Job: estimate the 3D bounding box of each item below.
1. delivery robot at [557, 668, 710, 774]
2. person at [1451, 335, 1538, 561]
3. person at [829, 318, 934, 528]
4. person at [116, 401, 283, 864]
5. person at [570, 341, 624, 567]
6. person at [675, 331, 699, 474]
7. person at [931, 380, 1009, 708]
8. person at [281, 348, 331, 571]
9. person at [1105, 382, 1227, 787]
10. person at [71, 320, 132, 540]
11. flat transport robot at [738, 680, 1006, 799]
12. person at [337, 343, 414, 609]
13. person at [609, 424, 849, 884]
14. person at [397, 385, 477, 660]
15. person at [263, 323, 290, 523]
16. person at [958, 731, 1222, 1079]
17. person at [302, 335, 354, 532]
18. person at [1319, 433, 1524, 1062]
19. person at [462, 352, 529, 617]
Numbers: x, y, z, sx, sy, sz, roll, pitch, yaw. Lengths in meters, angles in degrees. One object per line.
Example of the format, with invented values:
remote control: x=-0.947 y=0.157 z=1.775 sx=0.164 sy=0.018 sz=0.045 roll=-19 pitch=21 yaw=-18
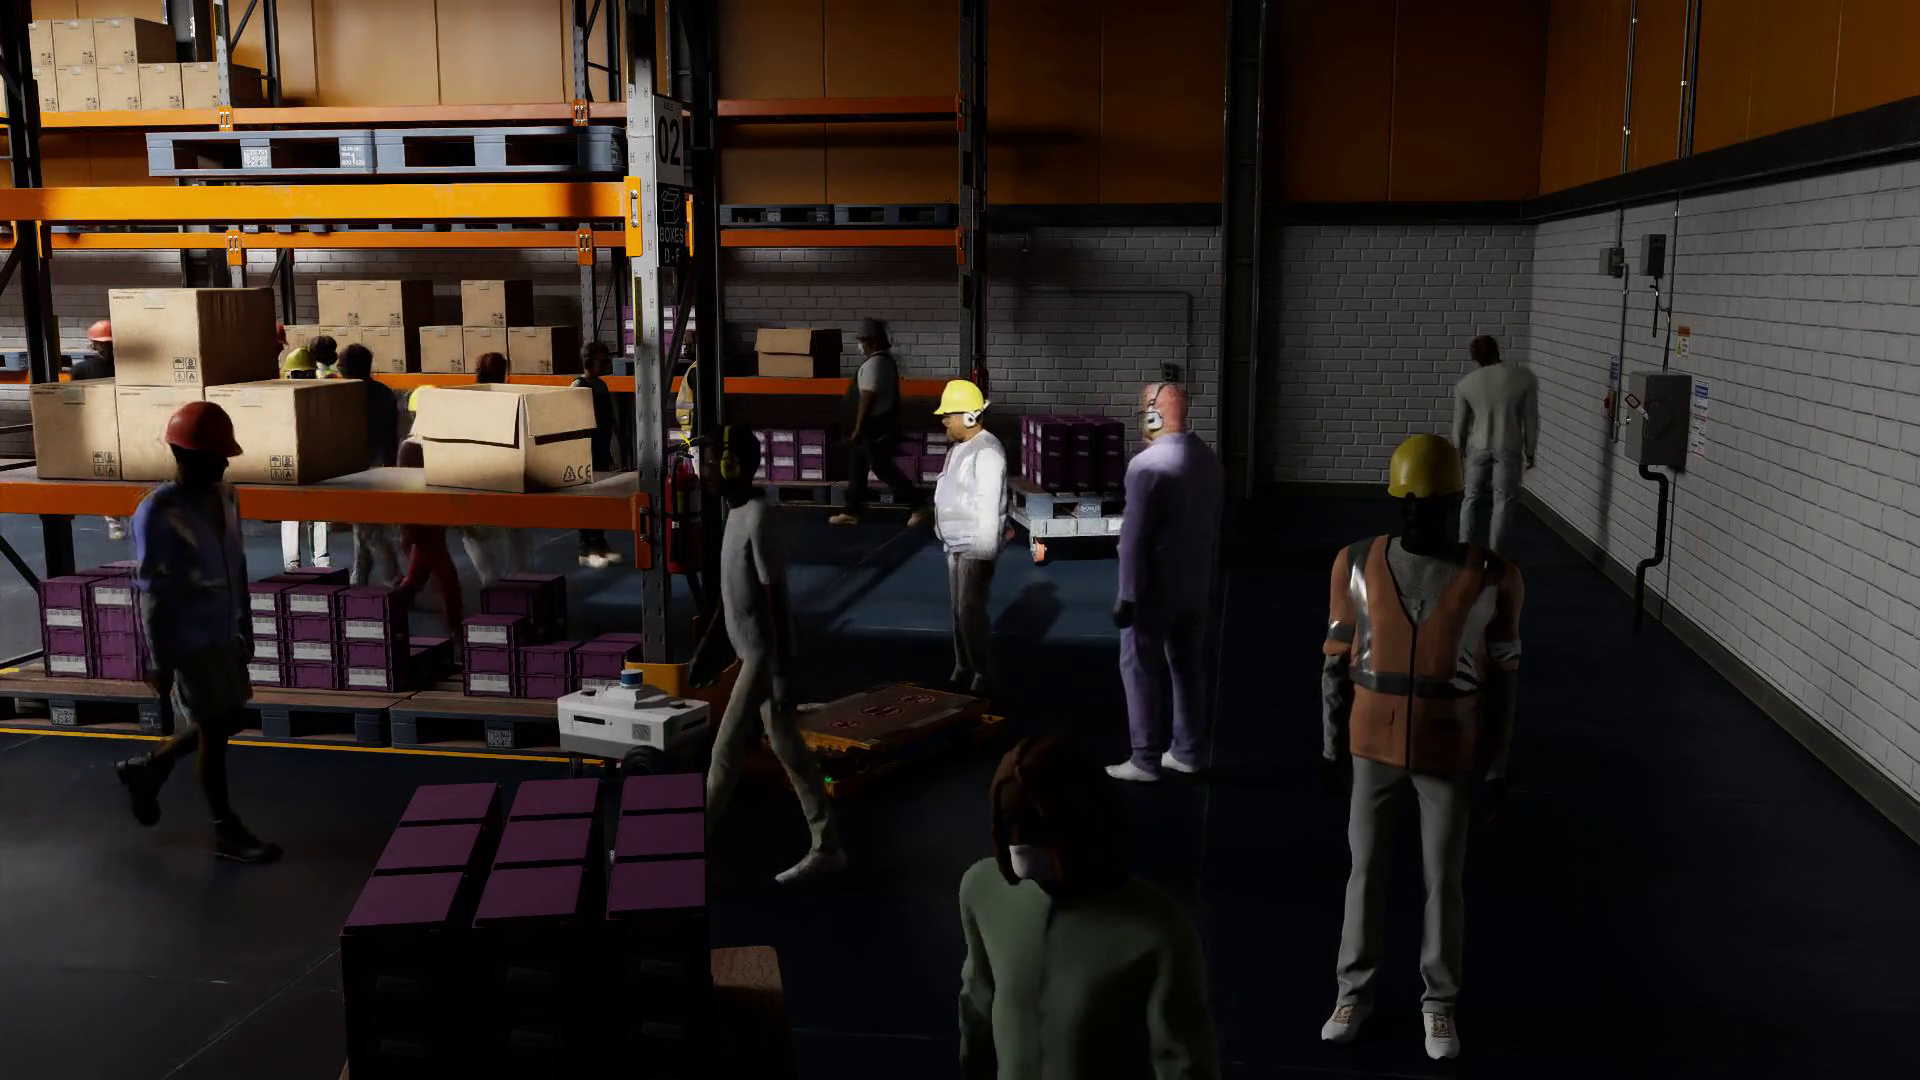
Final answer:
delivery robot: x=-1.525 y=0.844 z=7.757 sx=0.707 sy=0.478 sz=0.477 roll=5 pitch=10 yaw=27
person: x=4.305 y=-0.689 z=13.434 sx=0.669 sy=1.901 sz=0.405 roll=4 pitch=10 yaw=23
person: x=-0.734 y=-1.127 z=15.674 sx=0.989 sy=2.000 sz=0.680 roll=0 pitch=9 yaw=3
person: x=-3.156 y=0.383 z=6.731 sx=0.732 sy=1.904 sz=0.595 roll=2 pitch=9 yaw=11
person: x=-3.003 y=-0.709 z=13.694 sx=0.345 sy=1.845 sz=0.508 roll=2 pitch=9 yaw=13
person: x=-2.525 y=-1.091 z=16.069 sx=0.429 sy=1.843 sz=0.633 roll=0 pitch=9 yaw=-1
person: x=0.054 y=0.027 z=9.225 sx=0.404 sy=1.824 sz=0.613 roll=-3 pitch=10 yaw=-20
person: x=-5.000 y=-0.551 z=12.744 sx=0.403 sy=1.834 sz=0.589 roll=6 pitch=11 yaw=31
person: x=0.970 y=0.212 z=7.834 sx=0.394 sy=1.900 sz=0.673 roll=9 pitch=13 yaw=43
person: x=-7.619 y=-0.974 z=14.921 sx=0.621 sy=1.977 sz=0.443 roll=-7 pitch=11 yaw=-36
flat transport robot: x=-0.430 y=0.956 z=8.230 sx=0.652 sy=0.197 sz=1.431 roll=6 pitch=11 yaw=34
person: x=-4.241 y=-0.438 z=11.816 sx=0.679 sy=1.927 sz=0.647 roll=2 pitch=9 yaw=10
person: x=-0.897 y=0.471 z=6.453 sx=0.991 sy=1.819 sz=0.510 roll=-2 pitch=9 yaw=-13
person: x=-3.315 y=-0.106 z=10.327 sx=0.898 sy=1.726 sz=0.529 roll=1 pitch=9 yaw=9
person: x=-6.623 y=-1.129 z=16.044 sx=0.386 sy=1.924 sz=0.549 roll=-5 pitch=10 yaw=-27
person: x=0.212 y=1.135 z=2.963 sx=0.626 sy=1.594 sz=0.682 roll=6 pitch=11 yaw=31
person: x=-5.896 y=-0.973 z=15.358 sx=0.645 sy=1.832 sz=0.496 roll=9 pitch=13 yaw=44
person: x=1.396 y=0.633 z=5.106 sx=0.584 sy=1.928 sz=0.373 roll=4 pitch=10 yaw=21
person: x=-3.159 y=-0.345 z=11.358 sx=0.484 sy=1.867 sz=0.575 roll=4 pitch=10 yaw=23
